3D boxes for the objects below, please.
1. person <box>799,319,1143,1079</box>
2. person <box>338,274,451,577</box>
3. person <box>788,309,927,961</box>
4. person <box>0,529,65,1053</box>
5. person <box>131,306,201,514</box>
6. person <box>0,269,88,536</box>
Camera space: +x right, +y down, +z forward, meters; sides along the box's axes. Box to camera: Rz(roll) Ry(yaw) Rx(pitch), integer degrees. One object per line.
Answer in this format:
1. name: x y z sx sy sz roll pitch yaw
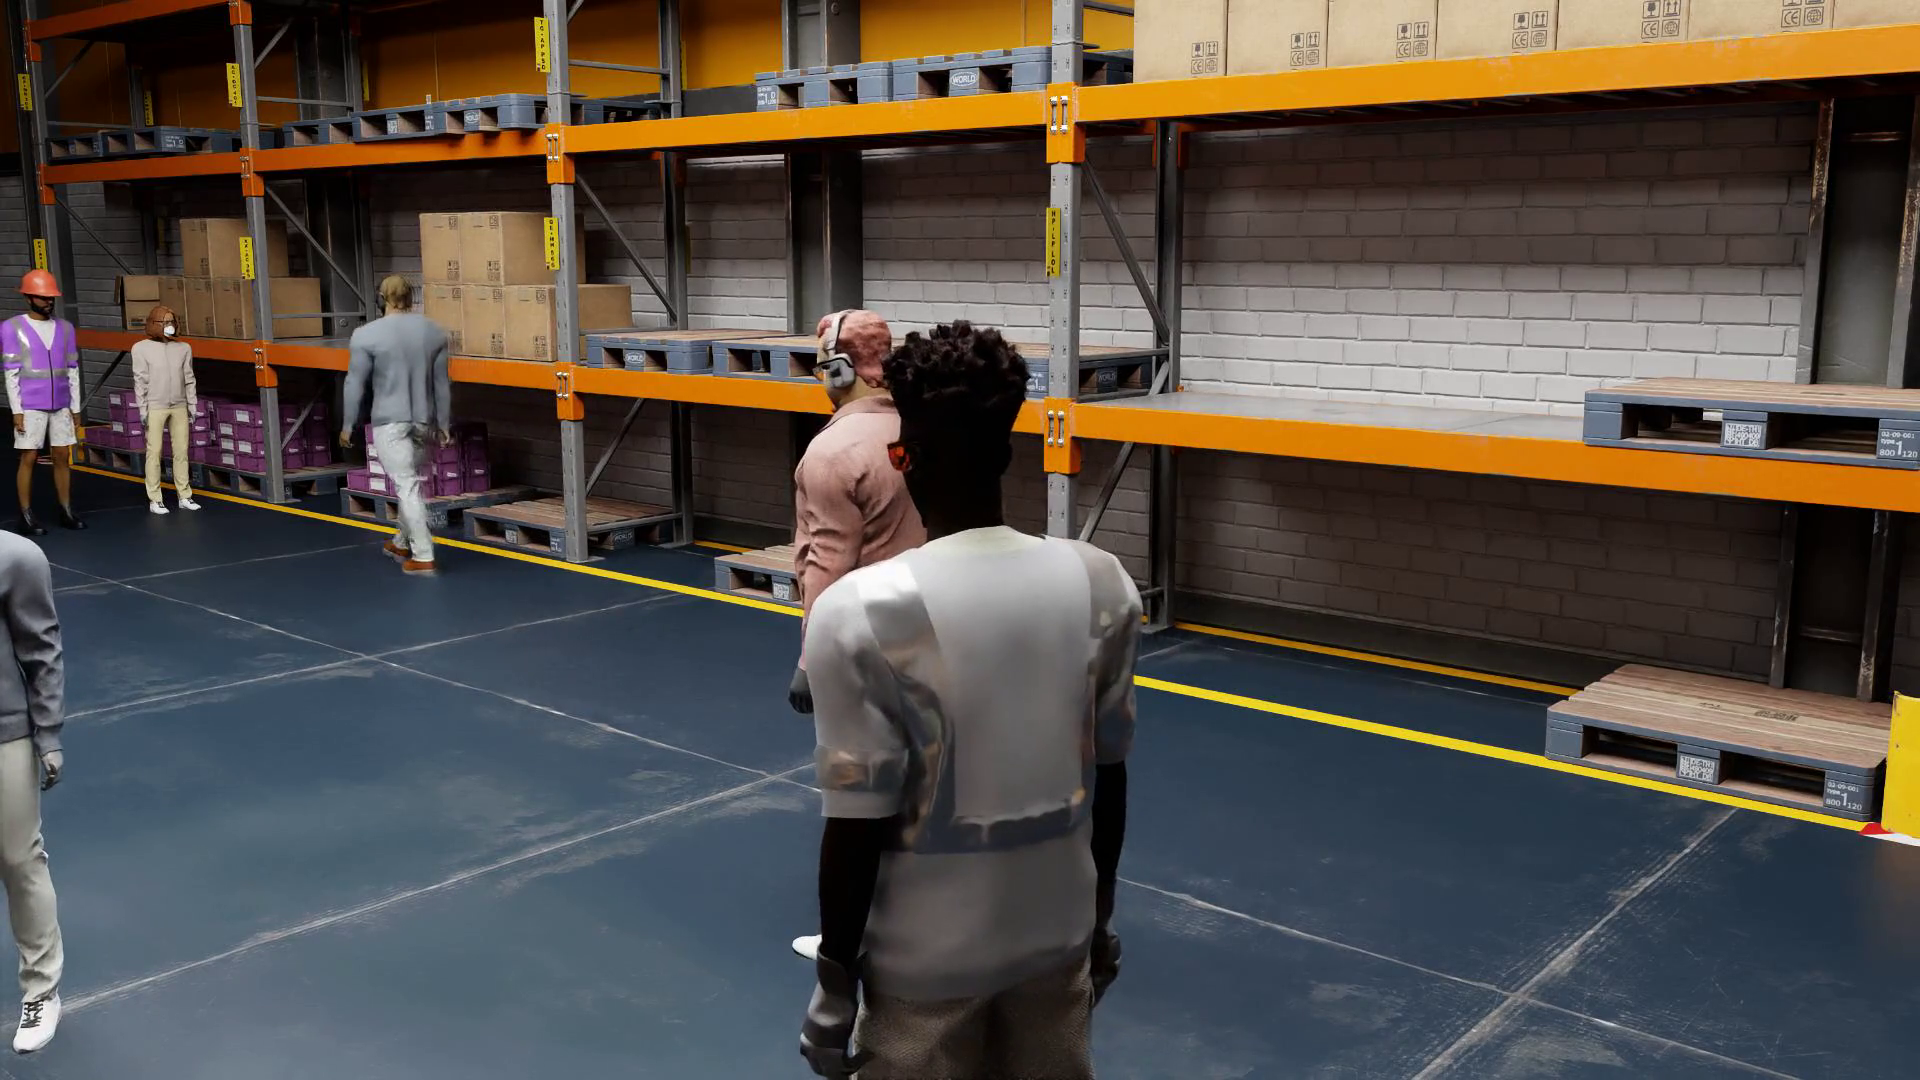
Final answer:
1. person: 0.014 0.631 2.703 0.612 1.961 0.368 -7 12 -34
2. person: -3.648 -0.739 10.661 0.911 1.899 0.651 8 13 39
3. person: -0.280 0.286 4.853 0.406 1.903 0.637 6 12 31
4. person: -2.558 0.523 4.262 0.507 1.632 0.267 -1 10 -5
5. person: -6.239 -1.022 13.086 0.276 1.629 0.497 7 12 35
6. person: -6.632 -0.992 12.083 0.416 1.926 0.547 7 12 33
